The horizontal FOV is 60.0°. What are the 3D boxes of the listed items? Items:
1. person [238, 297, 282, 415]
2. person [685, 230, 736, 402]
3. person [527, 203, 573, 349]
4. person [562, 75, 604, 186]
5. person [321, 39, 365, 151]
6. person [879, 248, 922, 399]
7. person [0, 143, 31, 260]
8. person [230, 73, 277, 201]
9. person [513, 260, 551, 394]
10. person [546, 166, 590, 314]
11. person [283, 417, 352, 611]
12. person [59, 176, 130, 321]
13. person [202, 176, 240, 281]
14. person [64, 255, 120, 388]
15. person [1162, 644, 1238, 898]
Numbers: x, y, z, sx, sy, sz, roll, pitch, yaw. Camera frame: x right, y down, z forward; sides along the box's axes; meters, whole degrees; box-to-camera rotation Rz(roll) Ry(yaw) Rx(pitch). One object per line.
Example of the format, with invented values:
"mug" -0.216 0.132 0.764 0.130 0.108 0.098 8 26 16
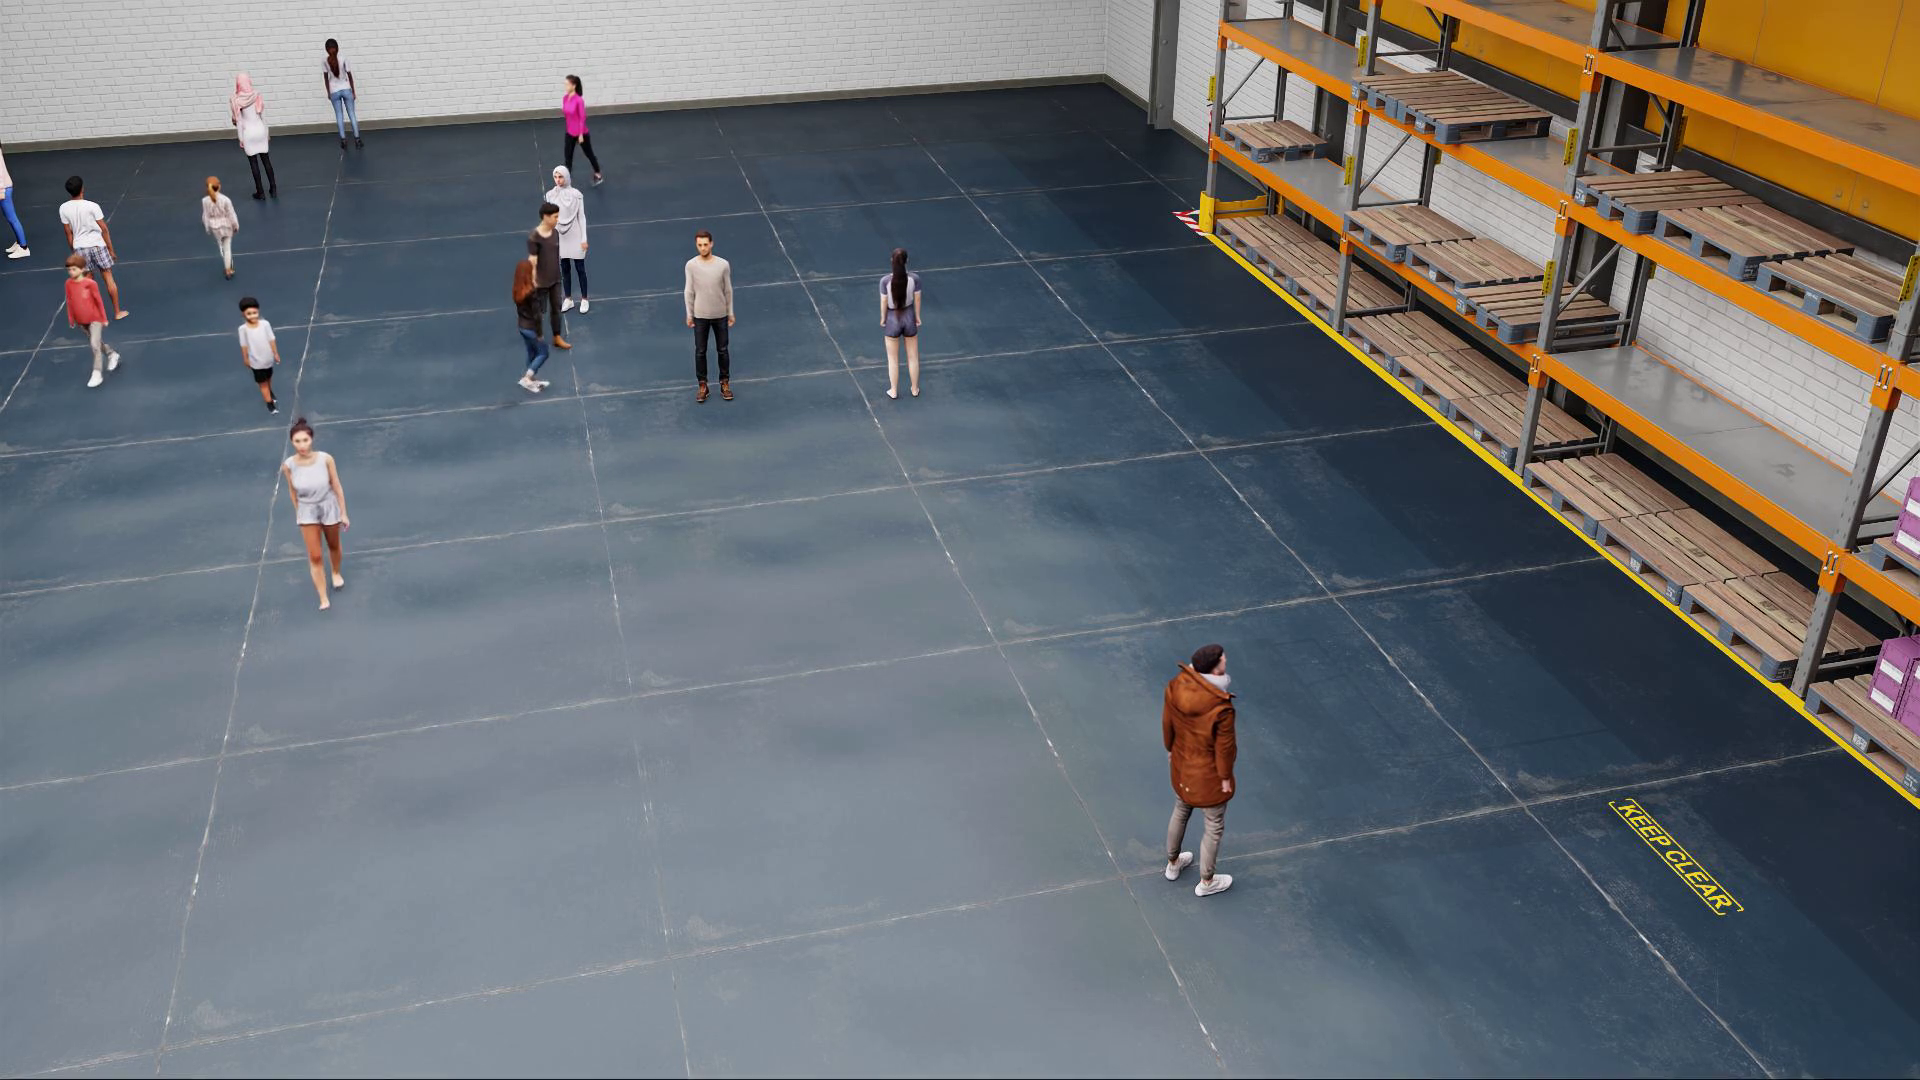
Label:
"person" -7.373 -1.966 17.509 0.687 1.223 0.956 -18 33 -29
"person" -2.641 -2.387 17.610 0.676 1.866 0.571 -5 29 -9
"person" -4.777 -3.008 18.942 1.059 1.681 0.967 23 36 35
"person" -5.532 -5.949 24.362 1.089 1.655 1.128 17 33 28
"person" -9.811 -7.079 26.365 0.582 1.719 0.509 -8 30 -14
"person" -0.626 -2.305 17.686 0.593 1.649 0.503 -6 29 -12
"person" -12.515 -4.581 21.735 0.772 1.768 0.594 -17 33 -28
"person" -10.183 -5.828 23.983 0.763 1.804 0.740 25 37 38
"person" -4.639 -2.254 17.775 0.702 1.475 0.777 24 36 36
"person" -4.684 -3.608 19.944 0.687 1.775 0.661 3 29 6
"person" -5.399 -0.270 14.029 0.653 1.580 0.990 -11 31 -20
"person" -10.292 -3.447 19.690 0.662 1.735 0.569 -3 29 -6
"person" -9.371 -3.936 21.048 0.616 1.294 0.764 -2 29 -4
"person" -9.511 -2.449 18.217 0.734 1.393 1.009 2 29 4
"person" 1.535 1.453 10.599 0.899 1.839 0.808 -24 37 -36
